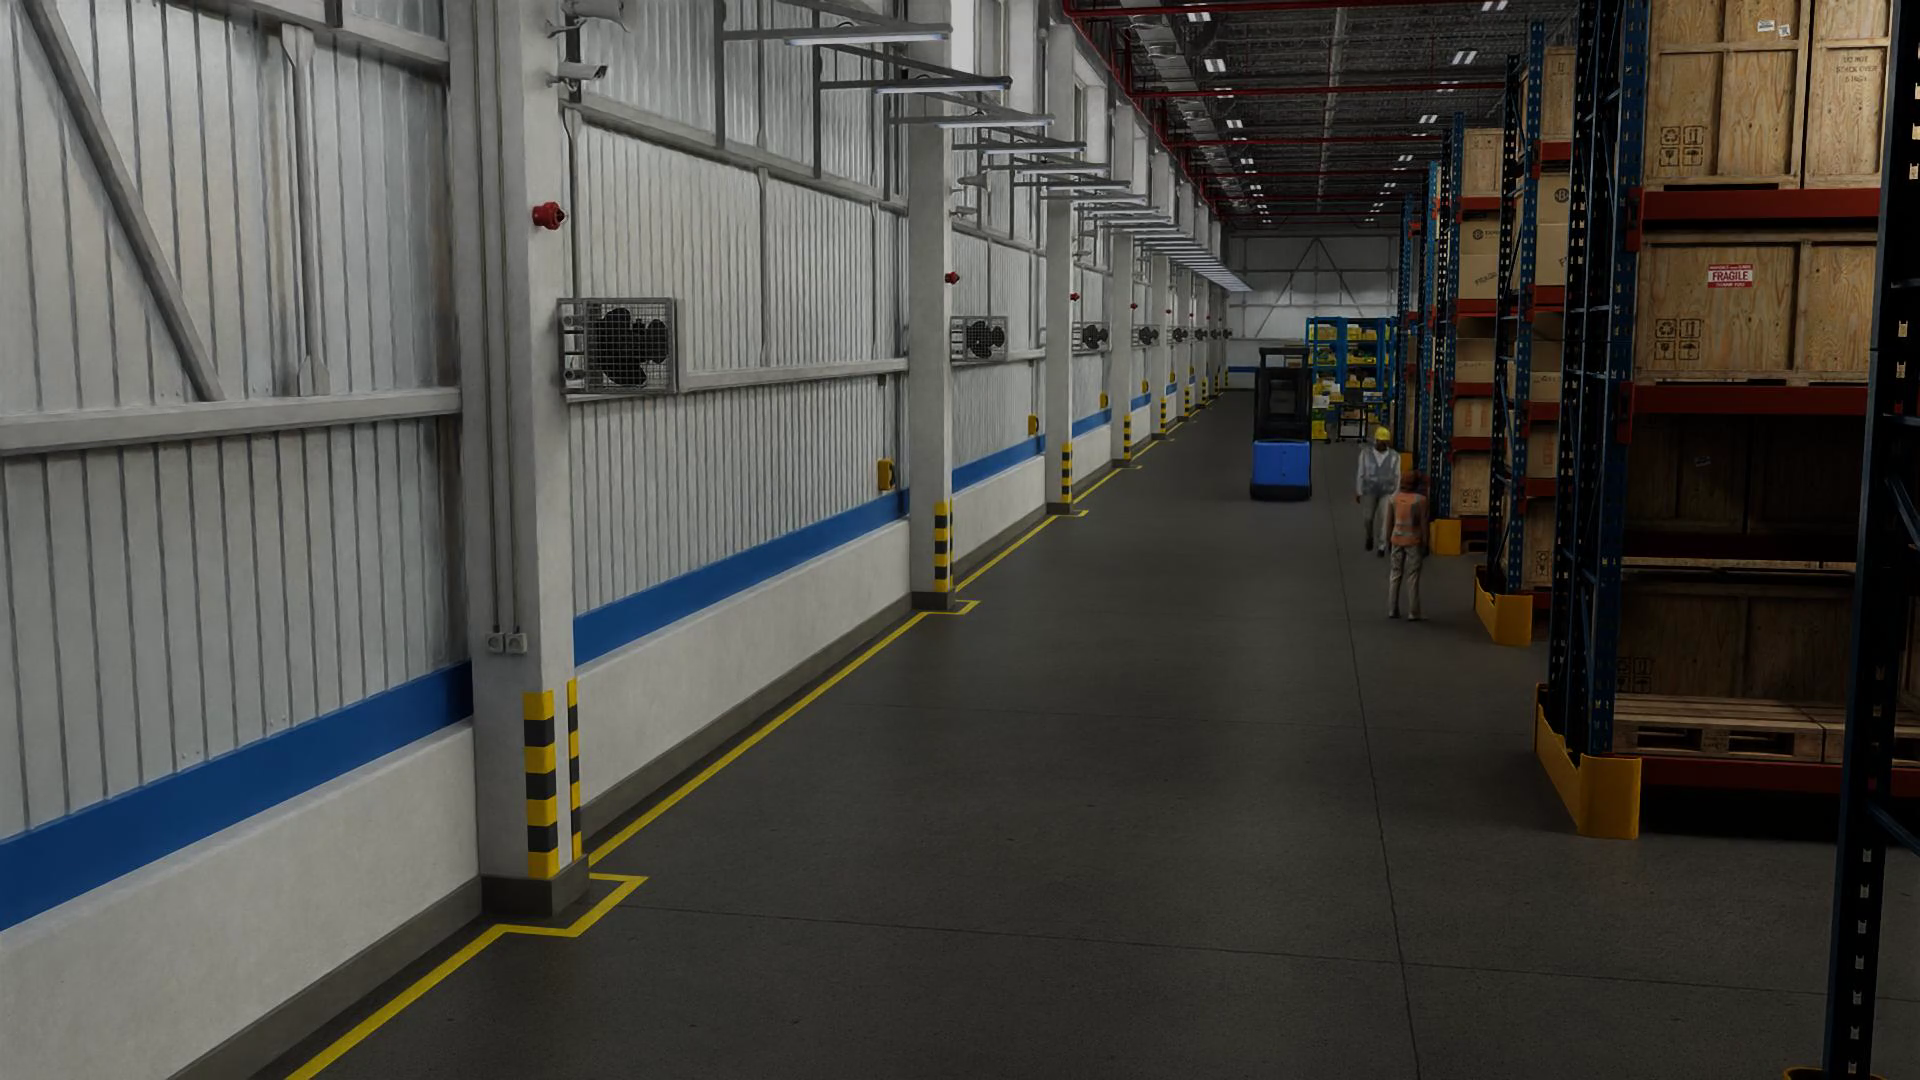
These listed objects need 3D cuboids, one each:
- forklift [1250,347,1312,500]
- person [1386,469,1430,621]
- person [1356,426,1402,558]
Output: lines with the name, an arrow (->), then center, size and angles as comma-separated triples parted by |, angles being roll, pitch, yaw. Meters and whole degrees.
forklift -> 6.019, -2.205, 31.037 | 1.129, 2.768, 1.873 | 1, 7, 12
person -> 4.821, 0.053, 17.901 | 0.311, 1.636, 0.521 | -6, 9, -40
person -> 5.790, -0.673, 22.969 | 0.613, 1.818, 0.521 | 2, 7, 15
